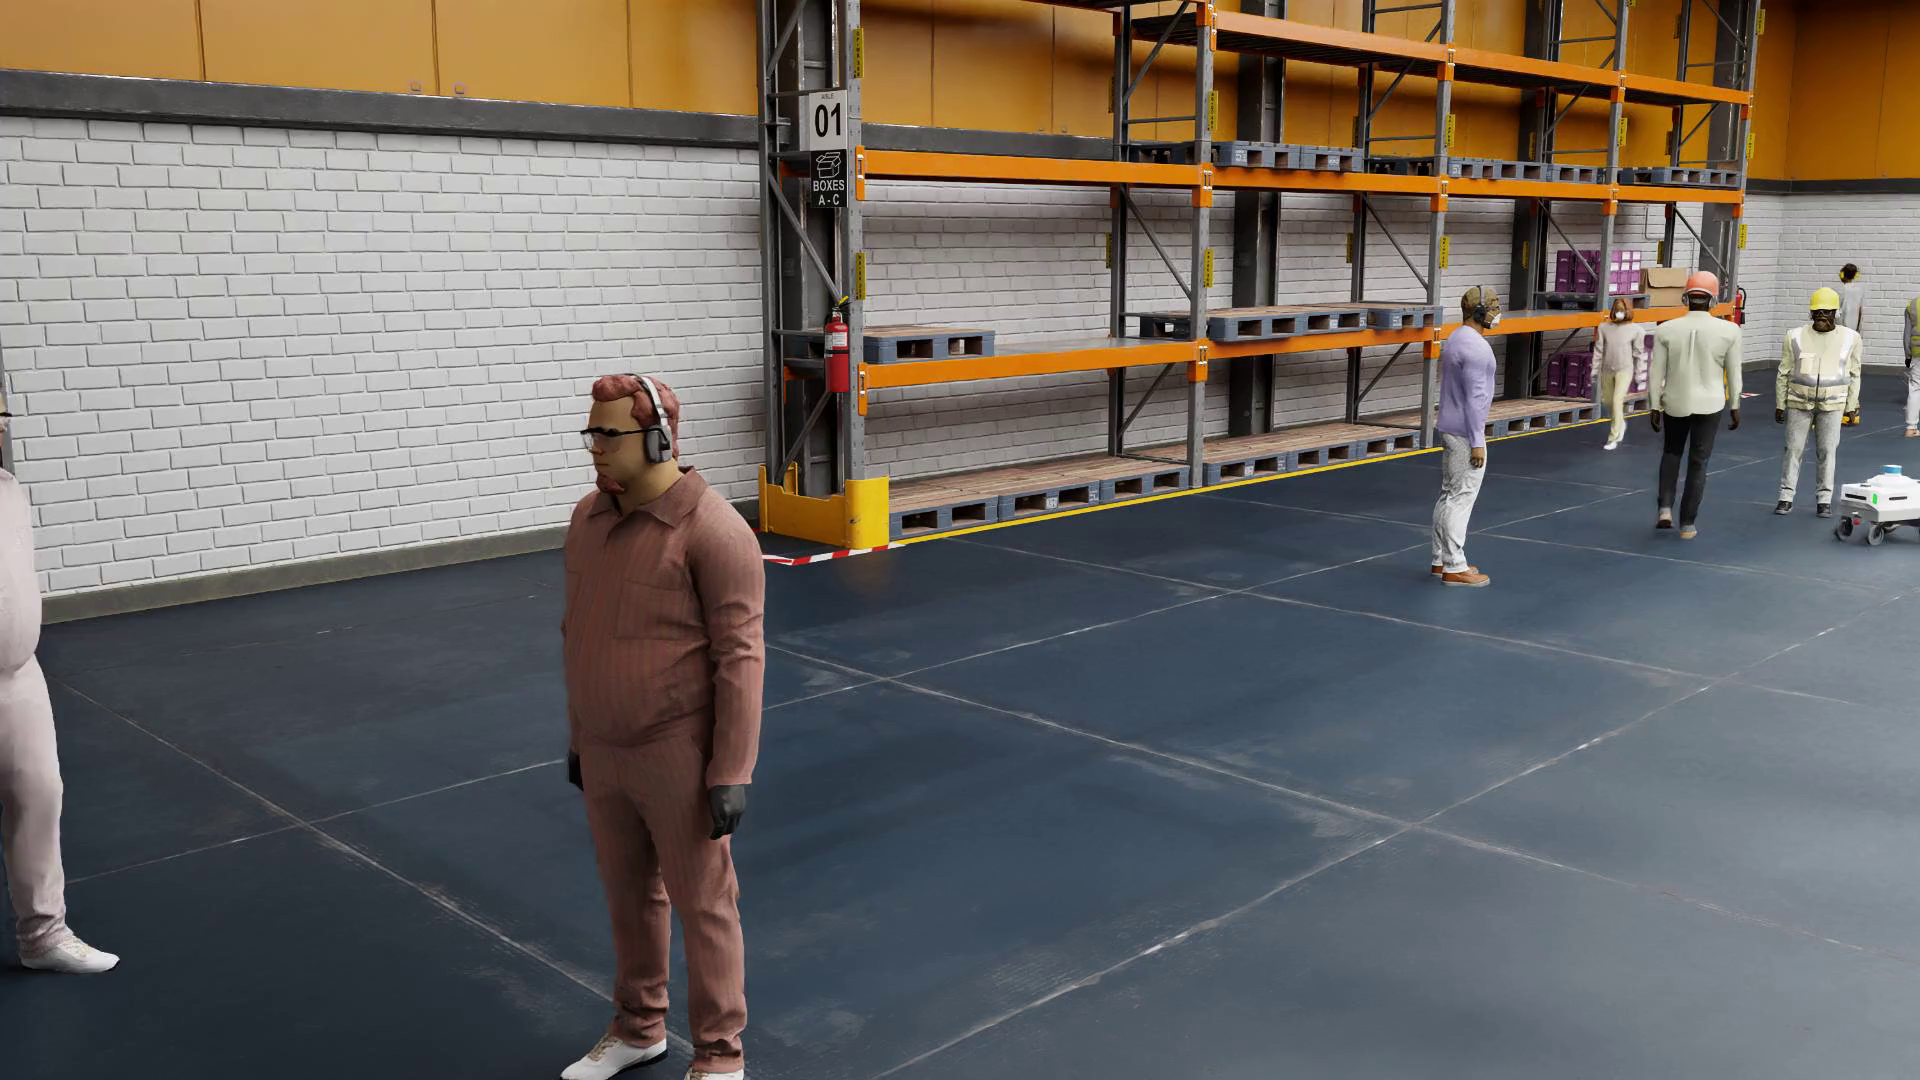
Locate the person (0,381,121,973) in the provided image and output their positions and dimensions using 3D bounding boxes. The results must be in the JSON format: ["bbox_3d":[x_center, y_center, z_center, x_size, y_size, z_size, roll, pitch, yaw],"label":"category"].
[{"bbox_3d":[-3.034,0.416,4.949,0.805,1.875,0.669,2,11,9],"label":"person"}]

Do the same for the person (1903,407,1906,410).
[{"bbox_3d":[12.451,-2.386,20.951,0.525,1.601,0.844,-6,12,-31],"label":"person"}]

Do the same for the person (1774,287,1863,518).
[{"bbox_3d":[6.826,-1.091,13.262,0.600,1.829,0.404,5,12,27],"label":"person"}]

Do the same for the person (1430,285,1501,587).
[{"bbox_3d":[3.247,-0.664,10.687,0.368,1.932,0.622,1,10,7],"label":"person"}]

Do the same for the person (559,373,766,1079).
[{"bbox_3d":[-0.790,0.532,4.212,0.645,1.907,0.400,8,13,38],"label":"person"}]

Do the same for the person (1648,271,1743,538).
[{"bbox_3d":[5.468,-1.000,12.369,0.622,1.977,0.448,7,12,32],"label":"person"}]

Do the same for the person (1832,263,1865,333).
[{"bbox_3d":[12.385,-2.953,23.366,0.538,1.852,0.480,0,10,0],"label":"person"}]

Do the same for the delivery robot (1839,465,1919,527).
[{"bbox_3d":[6.837,-0.308,12.222,0.707,0.478,0.477,-4,11,-21],"label":"delivery robot"}]

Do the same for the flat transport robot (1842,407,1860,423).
[{"bbox_3d":[10.607,-1.604,20.318,0.652,0.197,1.431,5,12,26],"label":"flat transport robot"}]

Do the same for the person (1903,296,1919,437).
[{"bbox_3d":[10.787,-2.043,18.424,0.429,1.846,0.625,-8,13,-38],"label":"person"}]

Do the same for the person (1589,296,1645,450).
[{"bbox_3d":[6.995,-1.781,17.638,0.503,1.608,0.720,10,14,44],"label":"person"}]
